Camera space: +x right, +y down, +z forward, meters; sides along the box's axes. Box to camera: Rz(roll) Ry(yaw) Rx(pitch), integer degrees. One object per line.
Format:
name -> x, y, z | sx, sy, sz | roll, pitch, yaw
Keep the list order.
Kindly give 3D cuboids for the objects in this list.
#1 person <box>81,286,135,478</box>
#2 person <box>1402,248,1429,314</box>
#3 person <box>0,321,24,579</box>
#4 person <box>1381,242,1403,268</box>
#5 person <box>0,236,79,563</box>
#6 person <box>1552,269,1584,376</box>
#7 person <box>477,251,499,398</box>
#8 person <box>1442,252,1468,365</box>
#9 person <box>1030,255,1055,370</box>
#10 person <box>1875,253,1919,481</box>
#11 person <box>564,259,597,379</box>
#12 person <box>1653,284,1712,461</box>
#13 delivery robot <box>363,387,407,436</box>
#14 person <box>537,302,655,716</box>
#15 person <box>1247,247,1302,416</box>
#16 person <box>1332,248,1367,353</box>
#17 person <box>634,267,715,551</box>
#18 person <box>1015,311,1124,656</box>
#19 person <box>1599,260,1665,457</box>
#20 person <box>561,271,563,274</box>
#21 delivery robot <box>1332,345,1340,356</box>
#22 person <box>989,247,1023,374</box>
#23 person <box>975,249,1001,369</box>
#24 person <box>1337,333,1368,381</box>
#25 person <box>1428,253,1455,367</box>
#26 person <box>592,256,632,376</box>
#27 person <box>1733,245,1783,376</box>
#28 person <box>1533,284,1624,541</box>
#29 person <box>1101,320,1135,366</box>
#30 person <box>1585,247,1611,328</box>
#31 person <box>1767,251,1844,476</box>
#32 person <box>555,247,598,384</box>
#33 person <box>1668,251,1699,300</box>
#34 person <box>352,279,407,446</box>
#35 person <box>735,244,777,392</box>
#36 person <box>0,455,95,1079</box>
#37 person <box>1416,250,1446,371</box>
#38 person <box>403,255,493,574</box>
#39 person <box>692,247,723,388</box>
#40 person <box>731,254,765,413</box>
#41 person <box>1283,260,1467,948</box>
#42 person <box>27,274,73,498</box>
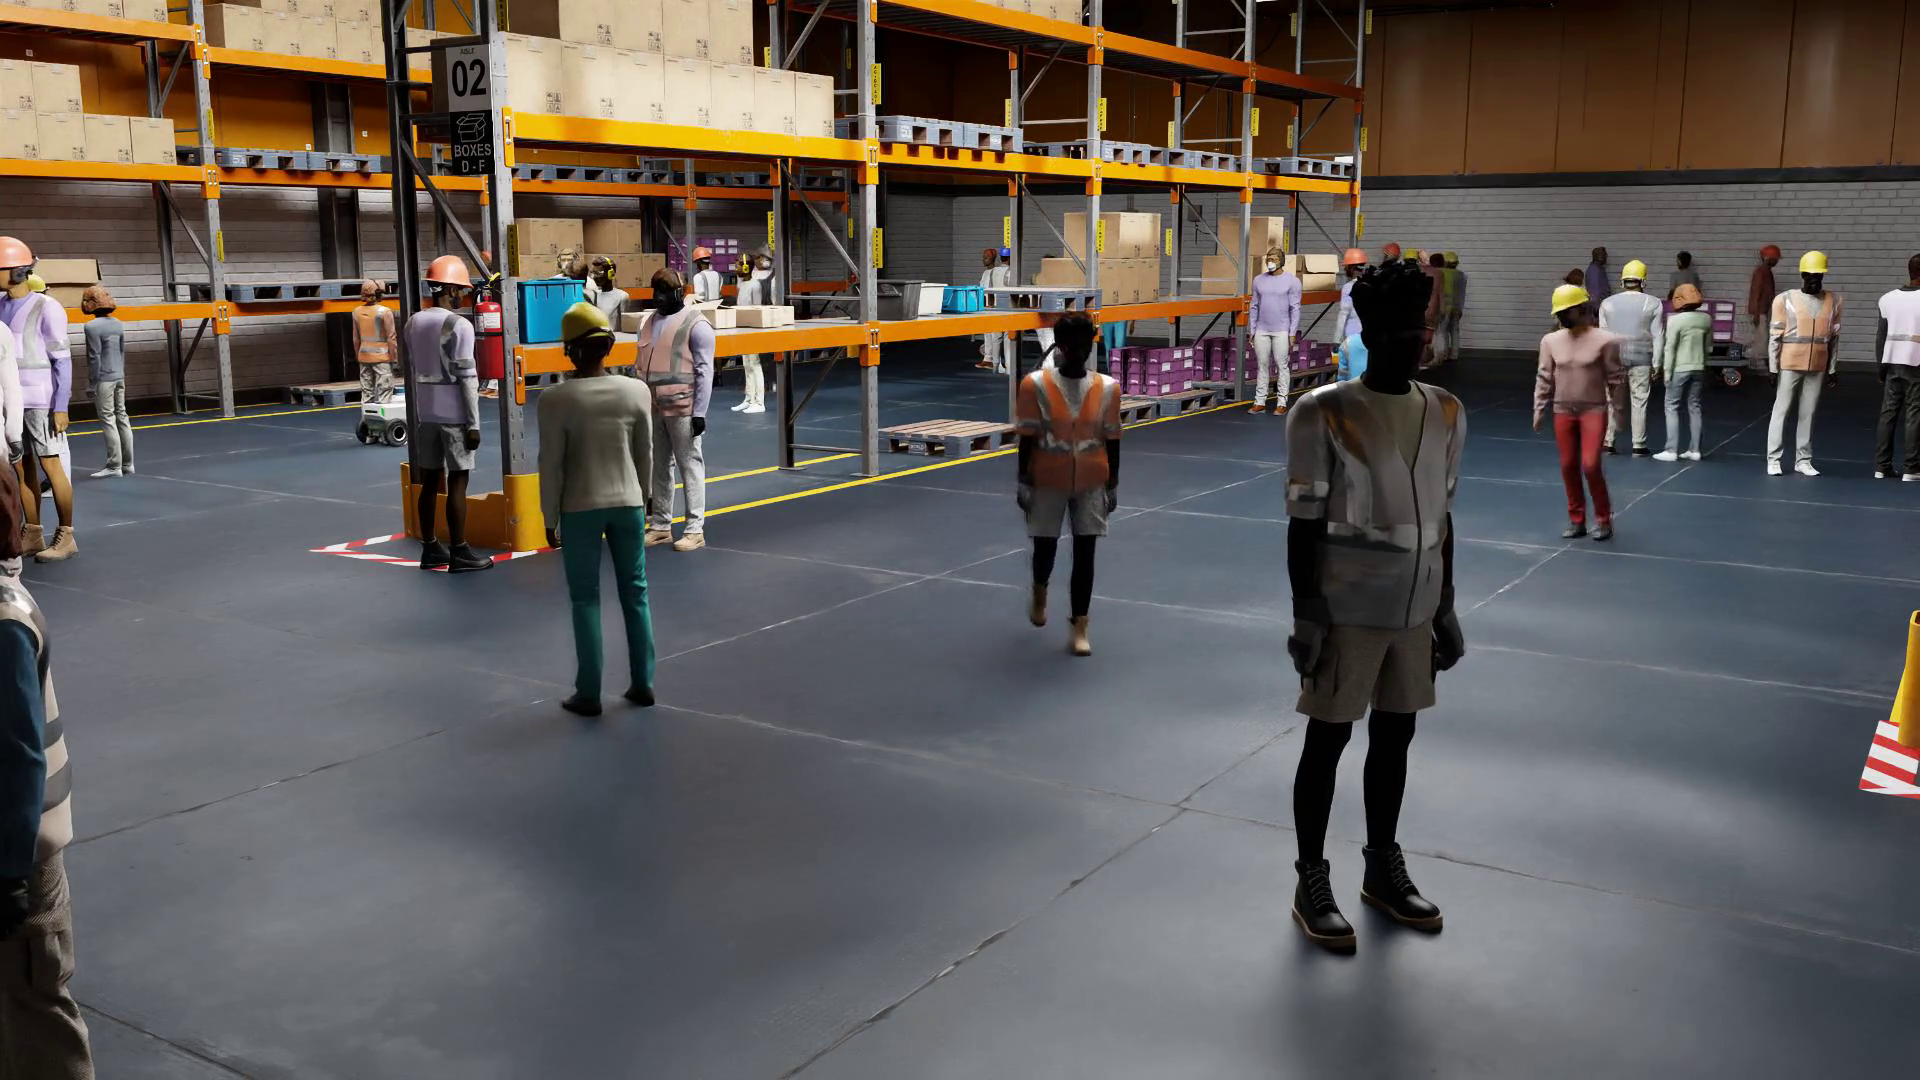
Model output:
person -> -7.308, -1.349, 14.231 | 0.272, 1.632, 0.507 | 0, 10, 2
person -> 6.325, -3.168, 23.568 | 0.597, 1.901, 0.537 | 1, 10, 8
person -> -5.517, -0.571, 9.170 | 0.641, 1.908, 0.407 | -8, 13, -38
person -> 6.801, -3.739, 26.517 | 0.411, 1.995, 0.625 | 0, 10, -2
person -> -5.872, -0.870, 10.449 | 0.616, 2.040, 0.373 | 4, 11, 19
person -> 9.015, -3.232, 24.776 | 0.696, 1.579, 0.526 | 3, 11, 18
person -> -6.034, -2.769, 21.410 | 0.355, 1.885, 0.575 | -7, 12, -35
person -> 7.954, -3.766, 27.074 | 0.599, 1.832, 0.404 | -6, 12, -30
person -> 1.297, -3.393, 25.093 | 0.629, 1.820, 0.744 | 7, 12, 33
person -> 8.000, -1.451, 14.026 | 0.391, 1.914, 0.587 | -5, 11, -25
person -> -3.550, -1.718, 15.695 | 0.327, 1.842, 0.517 | 4, 11, 22
person -> 6.662, -1.529, 15.259 | 0.538, 1.627, 0.294 | -4, 11, -19
delivery robot -> -5.580, -1.279, 16.575 | 0.477, 0.478, 0.707 | 6, 12, 31
person -> -1.553, -0.128, 7.124 | 0.525, 1.765, 0.336 | -7, 12, -35
person -> 3.625, -2.406, 19.244 | 0.630, 1.940, 0.373 | 7, 12, 34
person -> 4.425, -2.300, 18.696 | 0.570, 1.928, 0.394 | -9, 13, -40
person -> -1.899, -0.854, 10.909 | 0.627, 1.846, 0.429 | 6, 12, 32
person -> 0.532, -0.291, 8.206 | 0.547, 1.683, 0.494 | -1, 10, -7
person -> 6.266, -1.688, 15.548 | 0.590, 1.837, 0.404 | 7, 12, 34
person -> -4.734, -2.573, 20.574 | 0.620, 1.792, 0.873 | 2, 11, 13
delivery robot -> 5.894, -2.792, 24.960 | 0.707, 0.478, 0.477 | 9, 13, 41
person -> 0.699, -3.484, 25.192 | 0.402, 1.945, 0.614 | -8, 13, -39
person -> 0.476, -3.641, 26.240 | 0.346, 1.882, 0.584 | -6, 12, -28
person -> 2.749, -0.817, 11.104 | 0.318, 1.700, 0.536 | -7, 13, -36
person -> 7.629, -3.666, 26.566 | 0.637, 1.816, 0.447 | -5, 12, -28
person -> -3.305, -1.731, 15.701 | 0.530, 1.869, 0.311 | 7, 12, 35
person -> 11.908, -3.440, 24.932 | 0.705, 1.956, 0.630 | 9, 13, 40
person -> 4.154, -0.849, 11.192 | 0.541, 1.726, 0.504 | 9, 14, 41
person -> 2.116, -2.995, 22.907 | 0.575, 1.794, 0.975 | 3, 11, 14
person -> 10.408, -3.823, 27.184 | 0.409, 1.906, 0.651 | 3, 11, 16
person -> 7.248, -1.504, 14.276 | 0.589, 1.927, 0.388 | 1, 10, 3
person -> -4.243, -2.210, 18.153 | 0.636, 1.939, 0.358 | 3, 11, 17
person -> 11.475, -3.661, 26.498 | 0.566, 1.878, 0.507 | -2, 11, -13
person -> -5.751, -1.745, 16.406 | 0.512, 1.642, 0.312 | 5, 11, 24
person -> -2.670, -2.979, 22.139 | 0.713, 2.000, 0.536 | 3, 11, 17
person -> -1.935, 0.616, 3.321 | 0.307, 1.645, 0.514 | -10, 14, -44
person -> 7.205, -3.589, 26.048 | 0.659, 1.851, 0.975 | -2, 10, -9
person -> -3.111, -0.761, 10.163 | 0.539, 1.929, 0.380 | 6, 12, 30
person -> -3.487, -3.045, 22.817 | 0.379, 1.927, 0.542 | 6, 12, 29
person -> -2.487, -2.425, 19.562 | 0.334, 1.864, 0.521 | -6, 12, -29
person -> 1.206, 0.184, 4.819 | 0.603, 1.966, 0.368 | -5, 11, -24
person -> -7.262, -1.216, 13.129 | 0.310, 1.769, 0.522 | -9, 14, -41
